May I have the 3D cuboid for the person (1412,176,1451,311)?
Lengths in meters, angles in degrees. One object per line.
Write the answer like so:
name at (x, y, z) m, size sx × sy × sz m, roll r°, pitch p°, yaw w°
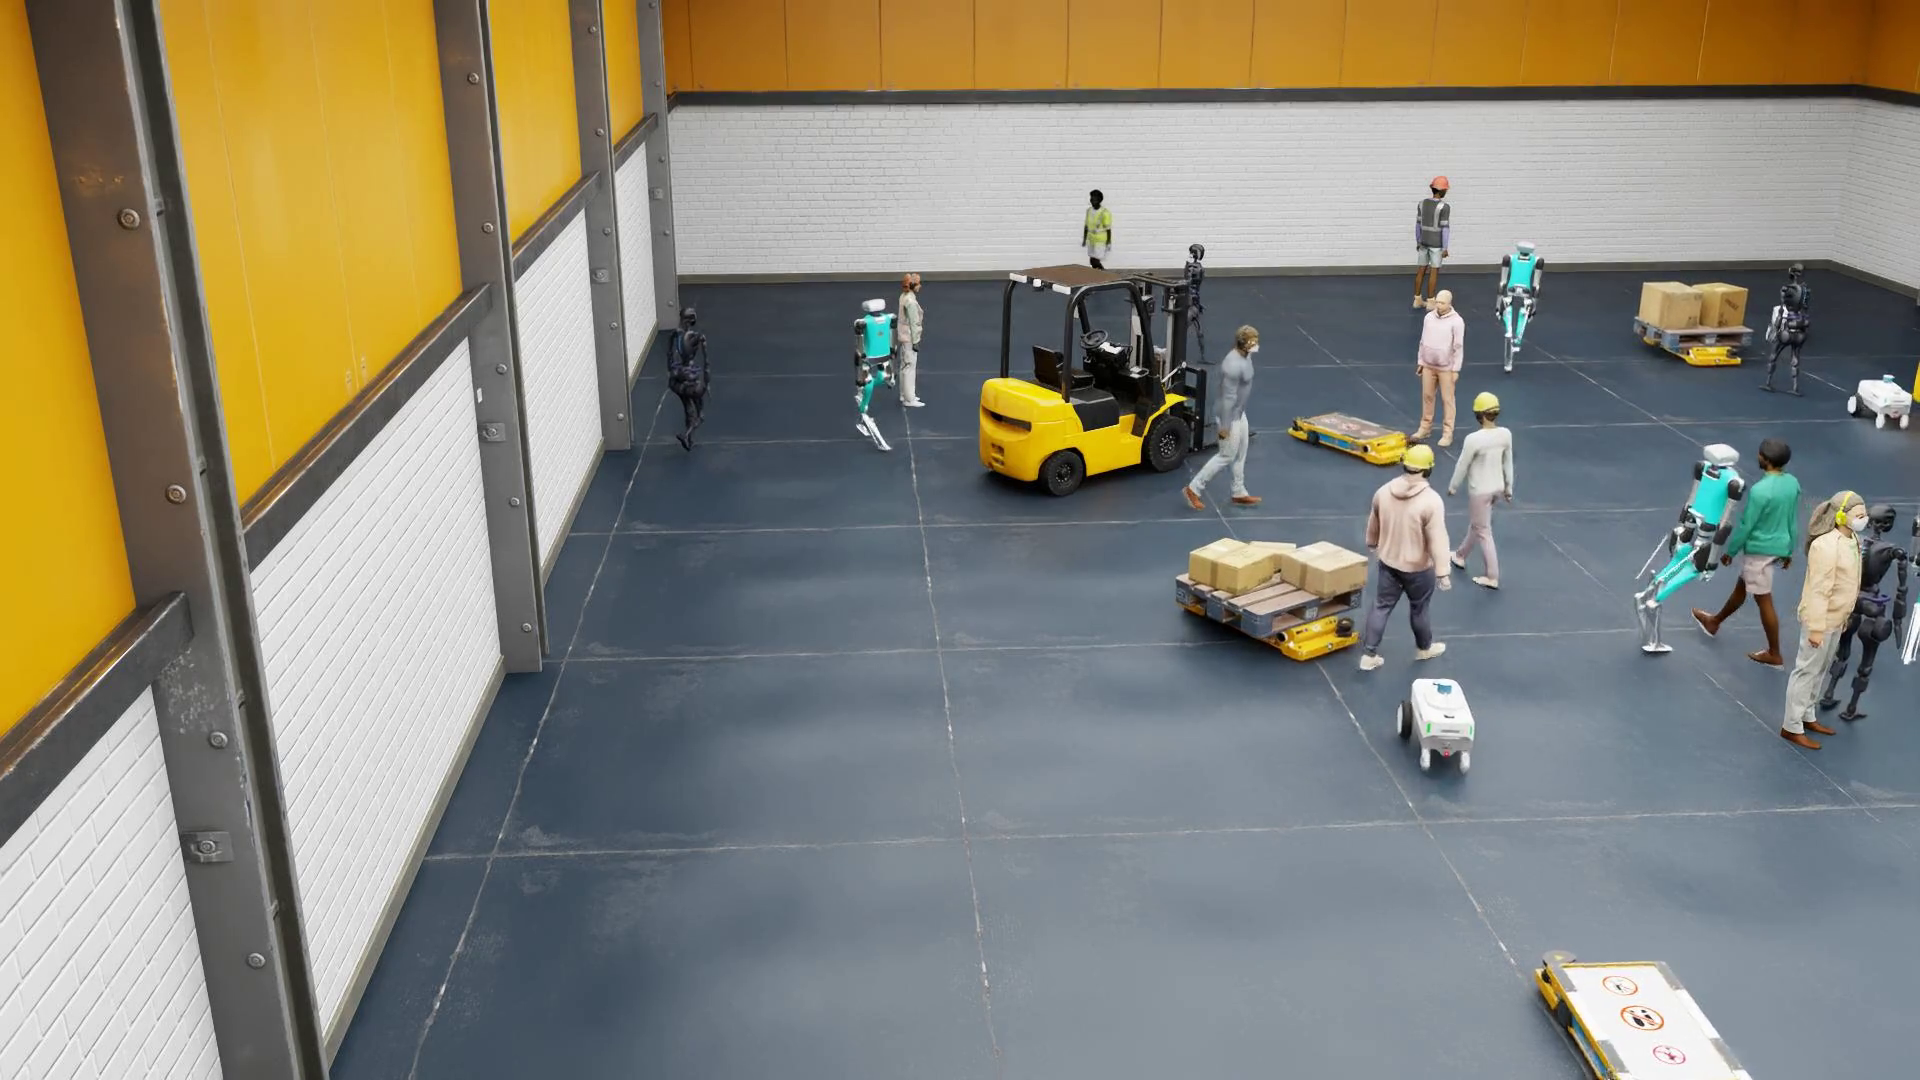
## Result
person at (7.233, -4.532, 25.406) m, size 0.390 × 2.040 × 0.613 m, roll -12°, pitch 23°, yaw -30°

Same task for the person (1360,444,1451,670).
person at (3.507, 0.136, 13.005) m, size 0.831 × 1.826 × 0.889 m, roll -17°, pitch 26°, yaw -38°

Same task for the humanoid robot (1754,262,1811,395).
humanoid robot at (10.387, -2.651, 20.822) m, size 0.603 × 1.634 × 0.620 m, roll -10°, pitch 22°, yaw -25°

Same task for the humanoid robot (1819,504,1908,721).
humanoid robot at (6.608, 0.522, 12.144) m, size 0.337 × 1.652 × 0.591 m, roll -12°, pitch 23°, yaw -29°

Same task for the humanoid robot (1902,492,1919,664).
humanoid robot at (7.816, 0.125, 13.194) m, size 0.540 × 1.797 × 0.835 m, roll 12°, pitch 23°, yaw 29°

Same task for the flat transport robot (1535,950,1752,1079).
flat transport robot at (3.535, 2.599, 8.546) m, size 0.659 × 0.231 × 1.431 m, roll -1°, pitch 20°, yaw -2°

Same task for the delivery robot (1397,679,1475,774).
delivery robot at (3.400, 1.269, 11.764) m, size 0.499 × 0.601 × 0.798 m, roll 2°, pitch 20°, yaw 6°

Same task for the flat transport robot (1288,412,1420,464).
flat transport robot at (4.450, -1.159, 18.785) m, size 0.659 × 0.231 × 1.431 m, roll -13°, pitch 24°, yaw -31°

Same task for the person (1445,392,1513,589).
person at (4.581, -0.470, 14.802) m, size 0.528 × 1.727 × 0.840 m, roll -13°, pitch 24°, yaw -31°

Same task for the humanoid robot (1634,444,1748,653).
humanoid robot at (5.681, 0.149, 13.174) m, size 0.779 × 1.832 × 0.548 m, roll -4°, pitch 21°, yaw -11°

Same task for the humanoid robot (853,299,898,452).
humanoid robot at (-1.051, -1.871, 18.662) m, size 0.551 × 1.767 × 1.034 m, roll -12°, pitch 24°, yaw -30°

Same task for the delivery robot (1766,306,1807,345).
delivery robot at (11.744, -3.076, 23.615) m, size 0.499 × 0.610 × 0.813 m, roll 7°, pitch 21°, yaw 19°

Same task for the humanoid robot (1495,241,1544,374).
humanoid robot at (7.248, -2.949, 21.604) m, size 0.548 × 1.773 × 1.039 m, roll 5°, pitch 21°, yaw 13°

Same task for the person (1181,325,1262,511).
person at (2.650, -1.226, 16.618) m, size 0.744 × 1.913 × 0.661 m, roll 5°, pitch 21°, yaw 13°

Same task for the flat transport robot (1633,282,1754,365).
flat transport robot at (10.061, -2.666, 22.891) m, size 0.659 × 0.231 × 1.431 m, roll -2°, pitch 20°, yaw -5°

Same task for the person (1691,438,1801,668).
person at (6.310, 0.056, 13.250) m, size 0.512 × 1.799 × 0.970 m, roll -12°, pitch 23°, yaw -30°

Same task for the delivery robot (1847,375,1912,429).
delivery robot at (10.953, -1.656, 19.736) m, size 0.499 × 0.602 × 0.801 m, roll 1°, pitch 20°, yaw 3°

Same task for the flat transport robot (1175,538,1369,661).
flat transport robot at (2.566, 0.629, 13.913) m, size 0.659 × 0.231 × 1.431 m, roll -13°, pitch 24°, yaw -32°

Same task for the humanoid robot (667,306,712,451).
humanoid robot at (-3.051, -1.774, 18.434) m, size 0.610 × 1.641 × 0.551 m, roll 11°, pitch 23°, yaw 27°

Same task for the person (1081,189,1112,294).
person at (2.188, -4.754, 26.524) m, size 0.366 × 1.681 × 0.559 m, roll -14°, pitch 24°, yaw -33°

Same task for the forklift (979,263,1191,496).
forklift at (1.315, -1.764, 17.646) m, size 2.313 × 2.155 × 1.214 m, roll -14°, pitch 24°, yaw -33°

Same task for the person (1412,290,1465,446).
person at (5.431, -1.949, 18.769) m, size 0.410 × 1.772 × 0.546 m, roll -18°, pitch 26°, yaw -39°

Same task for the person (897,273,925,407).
person at (-0.611, -2.439, 20.288) m, size 0.312 × 1.634 × 0.512 m, roll -4°, pitch 21°, yaw -12°

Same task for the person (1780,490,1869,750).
person at (6.128, 0.544, 11.816) m, size 0.414 × 1.876 × 0.553 m, roll 19°, pitch 27°, yaw 41°

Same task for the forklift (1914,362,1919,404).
forklift at (12.602, -2.435, 19.475) m, size 2.313 × 2.155 × 1.214 m, roll -1°, pitch 20°, yaw -4°

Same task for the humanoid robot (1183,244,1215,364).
humanoid robot at (3.064, -3.145, 22.225) m, size 0.766 × 1.637 × 0.608 m, roll 7°, pitch 21°, yaw 19°
